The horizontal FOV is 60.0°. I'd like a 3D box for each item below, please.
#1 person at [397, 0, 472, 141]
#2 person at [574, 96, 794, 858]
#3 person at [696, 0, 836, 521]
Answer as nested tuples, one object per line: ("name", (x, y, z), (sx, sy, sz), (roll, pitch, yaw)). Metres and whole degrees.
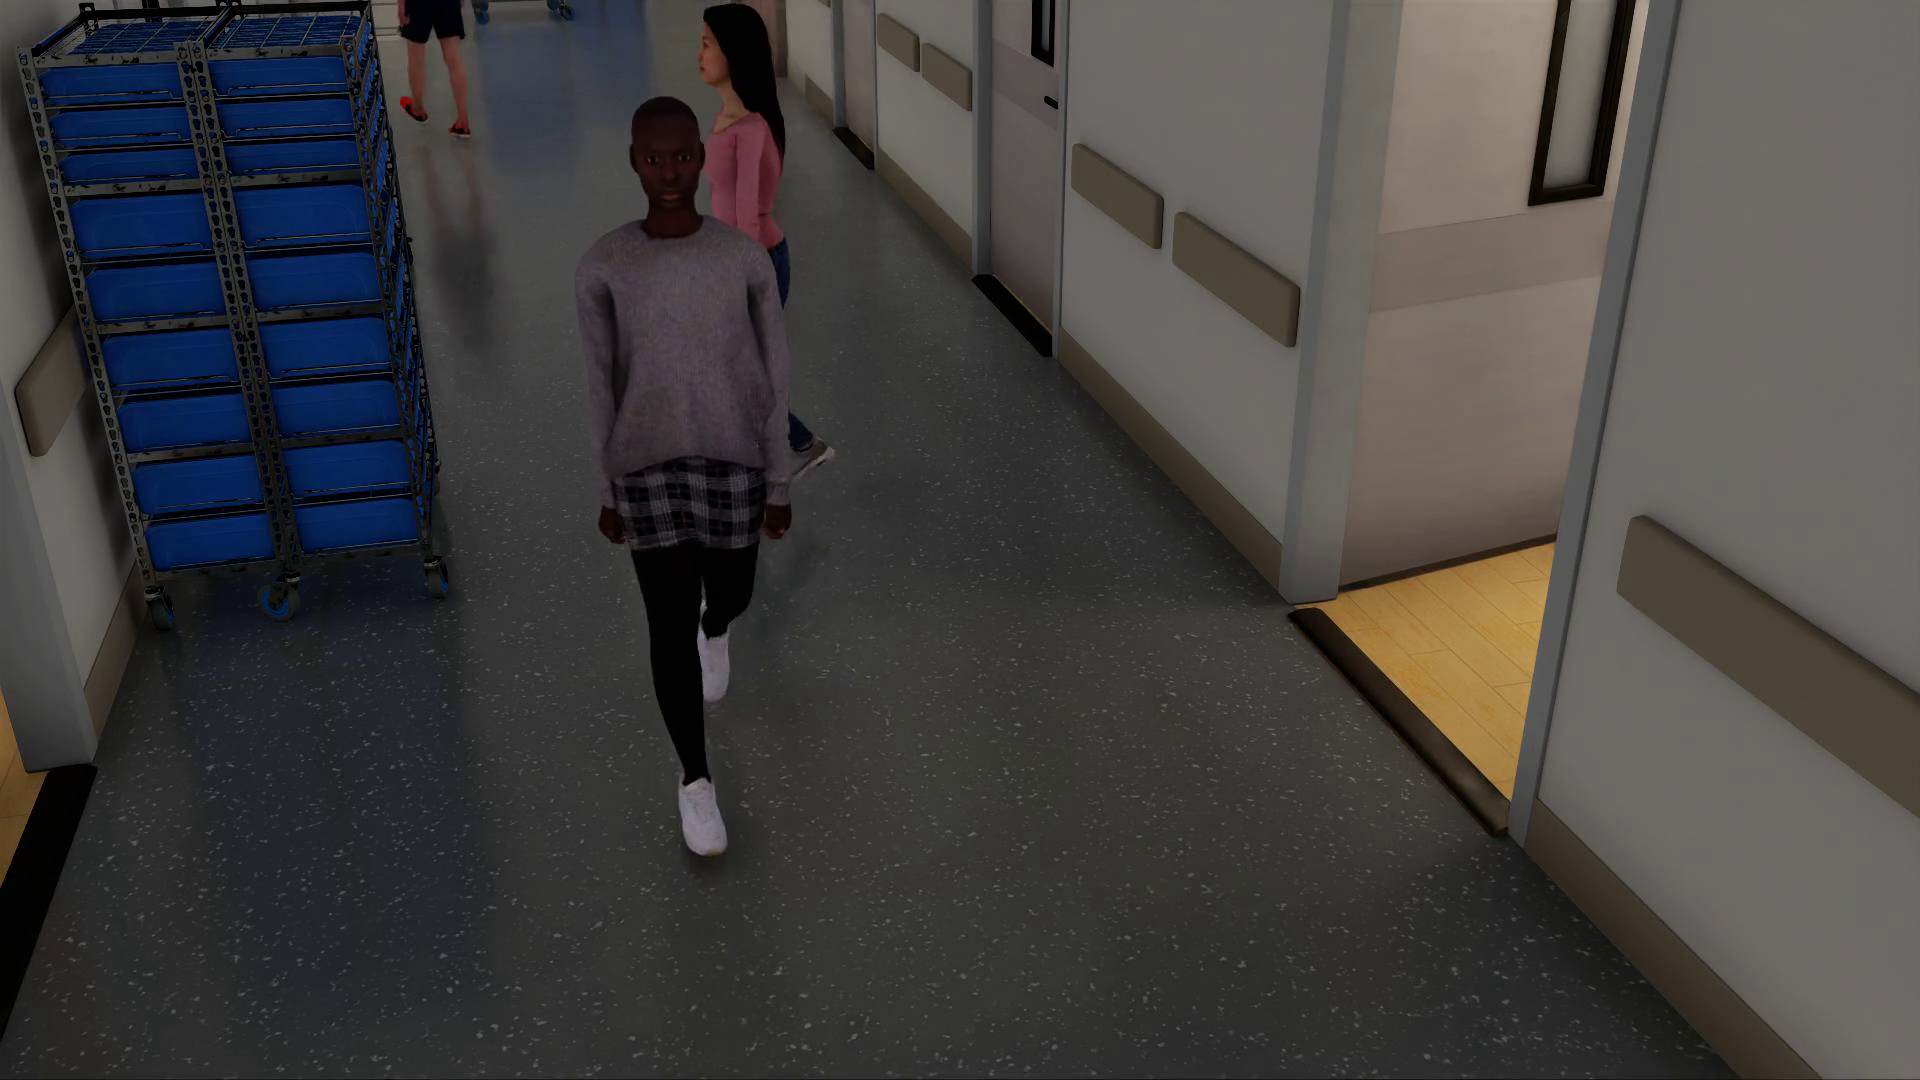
("person", (-3.427, -3.511, 10.872), (0.993, 1.806, 1.264), (-19, 32, -34))
("person", (-0.655, -0.181, 4.040), (0.624, 1.744, 1.103), (-6, 26, -13))
("person", (-0.644, -0.856, 5.450), (0.717, 1.734, 0.739), (-10, 28, -20))
